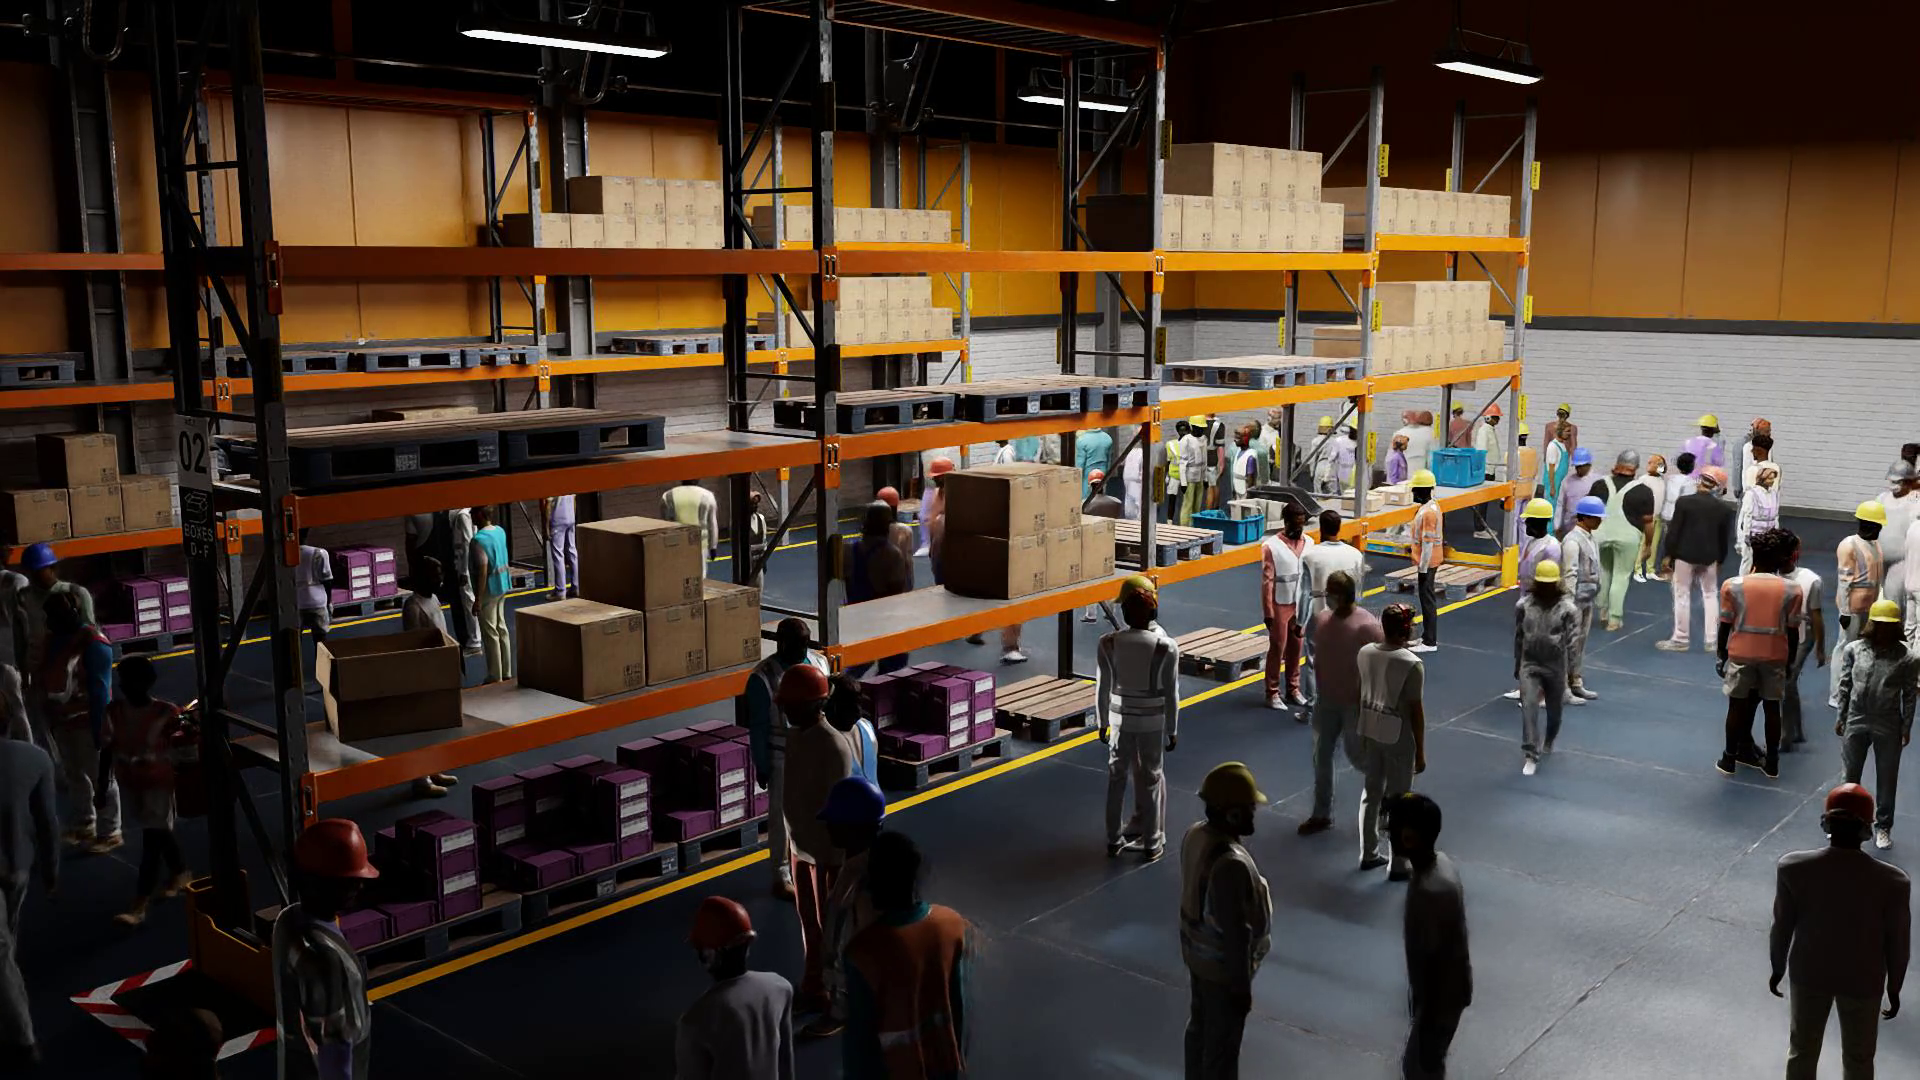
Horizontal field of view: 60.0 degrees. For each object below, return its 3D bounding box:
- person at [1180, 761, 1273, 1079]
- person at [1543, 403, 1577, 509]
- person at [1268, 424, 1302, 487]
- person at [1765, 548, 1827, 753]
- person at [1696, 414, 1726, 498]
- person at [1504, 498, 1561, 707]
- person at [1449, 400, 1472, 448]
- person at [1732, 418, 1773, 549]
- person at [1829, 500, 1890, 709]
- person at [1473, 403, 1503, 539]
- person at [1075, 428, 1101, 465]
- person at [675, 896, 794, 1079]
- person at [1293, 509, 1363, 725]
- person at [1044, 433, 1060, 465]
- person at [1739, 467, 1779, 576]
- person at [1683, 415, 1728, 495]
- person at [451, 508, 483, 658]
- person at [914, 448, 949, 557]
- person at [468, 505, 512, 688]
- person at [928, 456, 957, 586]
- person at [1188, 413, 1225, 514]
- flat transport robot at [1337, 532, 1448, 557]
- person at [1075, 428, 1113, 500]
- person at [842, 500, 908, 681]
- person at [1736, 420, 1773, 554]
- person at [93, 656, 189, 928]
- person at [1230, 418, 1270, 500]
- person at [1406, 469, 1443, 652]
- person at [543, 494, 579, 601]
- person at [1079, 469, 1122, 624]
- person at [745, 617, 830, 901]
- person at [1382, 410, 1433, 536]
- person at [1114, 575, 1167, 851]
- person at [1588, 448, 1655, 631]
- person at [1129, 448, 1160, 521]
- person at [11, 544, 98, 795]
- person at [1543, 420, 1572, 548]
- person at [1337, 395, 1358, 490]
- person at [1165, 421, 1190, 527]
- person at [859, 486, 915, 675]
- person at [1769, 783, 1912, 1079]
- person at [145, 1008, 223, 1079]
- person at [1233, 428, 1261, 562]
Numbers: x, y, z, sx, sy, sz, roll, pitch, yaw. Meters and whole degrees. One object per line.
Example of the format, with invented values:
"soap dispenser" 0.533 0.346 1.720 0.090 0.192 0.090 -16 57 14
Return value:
"person" 1.206 1.900 7.551 0.403 1.836 0.586 -2 10 -10
"person" 9.865 -1.372 27.346 0.533 1.753 0.341 6 11 31
"person" 4.805 -0.890 24.647 0.534 1.689 0.322 -2 10 -12
"person" 6.873 0.863 13.859 0.702 1.797 0.594 -4 10 -21
"person" 11.507 -1.074 25.617 0.345 1.738 0.485 -7 12 -35
"person" 5.261 0.573 15.198 0.369 1.928 0.586 0 10 -2
"person" 8.379 -1.473 27.965 0.520 1.740 0.806 -1 10 -5
"person" 11.154 -0.777 23.375 0.657 1.893 0.400 -3 10 -18
"person" 8.162 0.593 15.087 0.587 1.926 0.366 -7 12 -35
"person" 7.787 -1.026 24.545 0.380 1.994 0.622 5 11 28
"person" 2.033 -1.332 27.083 0.526 1.760 0.340 1 10 9
"person" -0.854 2.175 6.200 0.368 1.741 0.573 6 11 33
"person" 3.233 0.685 14.600 0.603 1.906 0.399 -3 10 -16
"person" 1.527 -1.284 26.912 0.392 1.722 0.545 -5 11 -30
"person" 9.537 -0.055 19.844 0.518 1.632 0.313 -4 10 -21
"person" 10.666 -0.840 23.757 0.907 1.890 0.601 -6 11 -31
"person" -5.121 0.271 17.142 0.362 1.883 0.575 -3 10 -18
"person" -0.386 -0.671 22.873 0.520 1.847 0.711 6 11 33
"person" -4.460 0.514 15.798 0.372 1.843 0.571 1 10 7
"person" -0.171 0.079 17.972 0.387 1.988 0.608 -5 11 -29
"person" 3.767 -1.190 25.439 0.614 2.030 0.409 5 11 29
"flat transport robot" 6.011 0.065 23.171 1.431 0.197 0.652 9 13 44
"person" 1.882 -0.879 23.936 0.648 1.907 0.409 -7 12 -37
"person" -0.775 0.625 14.555 0.688 2.000 0.843 7 12 38
"person" 11.065 -0.728 23.103 0.575 1.882 0.361 -6 11 -31
"person" -5.069 1.528 10.287 0.539 1.647 0.878 2 10 11
"person" 3.993 -0.712 22.875 0.424 1.935 0.646 -7 12 -36
"person" 4.837 0.214 17.379 0.402 1.919 0.586 2 10 13
"person" -4.805 -0.181 19.993 0.350 1.837 0.503 5 11 29
"person" 1.544 0.072 18.725 0.562 1.746 0.339 -4 10 -23
"person" -1.057 1.387 10.649 0.630 1.831 0.429 -8 13 -41
"person" 6.643 -1.007 24.834 0.639 1.864 0.873 -3 10 -17
"person" 1.254 1.191 11.522 0.383 1.923 0.590 -2 10 -9
"person" 7.379 -0.035 18.494 0.704 2.000 0.771 8 12 40
"person" 2.446 -0.558 22.020 0.506 1.900 0.678 -3 10 -16
"person" -6.940 0.980 12.816 0.667 1.911 0.662 -2 10 -12
"person" 8.429 -0.774 23.516 0.344 1.839 0.502 7 12 34
"person" 6.960 -1.811 29.571 0.574 1.882 0.356 7 12 36
"person" 3.323 -0.949 24.980 0.532 1.696 0.319 -1 10 -5
"person" -0.712 0.450 15.956 0.551 1.921 0.612 2 10 11
"person" 3.959 1.952 7.516 0.563 1.742 0.338 5 11 29
"person" -2.358 2.302 5.179 0.573 1.833 0.346 8 12 39
"person" 3.885 -0.612 22.567 0.392 1.836 0.561 -1 10 -8
